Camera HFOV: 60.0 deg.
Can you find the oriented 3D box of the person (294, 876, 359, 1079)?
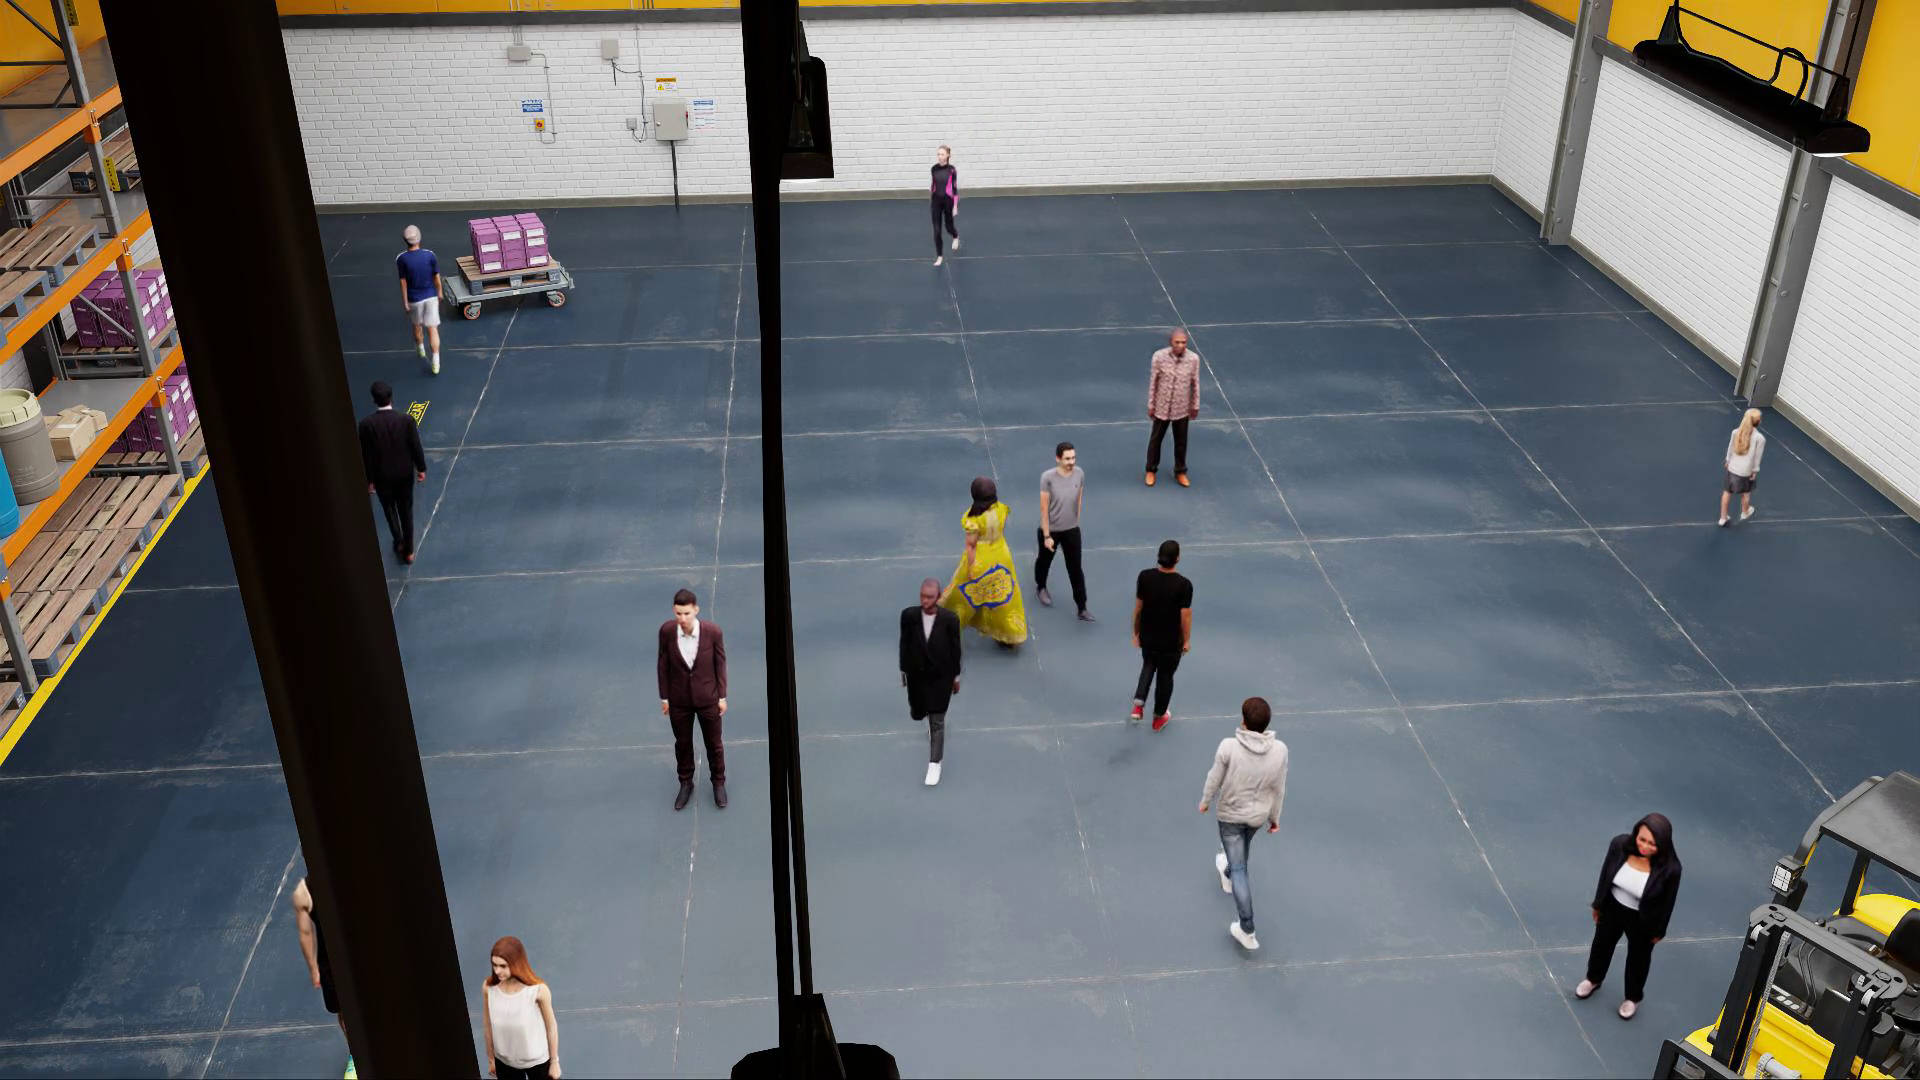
[{"bbox_3d":[-3.748,2.557,10.247,0.704,1.890,0.641,-8,30,-15],"label":"person"}]

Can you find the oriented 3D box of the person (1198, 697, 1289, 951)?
[{"bbox_3d":[1.966,1.959,11.423,0.784,1.815,1.253,-5,29,-10],"label":"person"}]

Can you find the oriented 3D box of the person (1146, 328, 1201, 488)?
[{"bbox_3d":[2.246,-1.420,17.637,0.731,1.796,0.654,1,29,3],"label":"person"}]

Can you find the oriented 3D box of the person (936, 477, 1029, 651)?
[{"bbox_3d":[0.285,0.246,14.786,1.182,1.601,1.367,-20,34,-32],"label":"person"}]

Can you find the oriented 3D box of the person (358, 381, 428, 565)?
[{"bbox_3d":[-5.469,-0.614,16.080,0.804,1.872,0.742,-11,30,-19],"label":"person"}]

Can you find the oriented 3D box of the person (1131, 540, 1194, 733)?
[{"bbox_3d":[1.615,0.825,13.570,0.776,1.750,0.831,16,32,26],"label":"person"}]

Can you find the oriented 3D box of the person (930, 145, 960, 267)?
[{"bbox_3d":[-0.218,-4.852,23.997,0.785,1.731,0.974,10,30,17],"label":"person"}]

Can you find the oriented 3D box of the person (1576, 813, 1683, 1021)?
[{"bbox_3d":[4.370,2.405,10.819,0.758,1.610,0.816,21,35,33],"label":"person"}]

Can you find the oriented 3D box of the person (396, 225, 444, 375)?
[{"bbox_3d":[-6.571,-2.909,20.369,0.878,1.793,1.181,-12,31,-20],"label":"person"}]

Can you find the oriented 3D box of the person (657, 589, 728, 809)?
[{"bbox_3d":[-2.044,1.194,12.772,0.669,1.866,0.581,-2,29,-3],"label":"person"}]

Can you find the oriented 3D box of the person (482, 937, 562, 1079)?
[{"bbox_3d":[-2.525,2.982,9.643,0.630,1.722,0.576,4,29,8],"label":"person"}]

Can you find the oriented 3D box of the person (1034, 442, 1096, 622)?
[{"bbox_3d":[0.872,-0.129,15.358,0.788,1.712,1.159,-9,30,-16],"label":"person"}]

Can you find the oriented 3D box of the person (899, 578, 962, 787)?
[{"bbox_3d":[-0.212,1.037,13.187,0.828,1.744,1.085,5,29,9],"label":"person"}]

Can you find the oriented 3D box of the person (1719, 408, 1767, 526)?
[{"bbox_3d":[7.928,-0.724,16.917,0.810,1.263,0.766,-25,37,-37],"label":"person"}]
